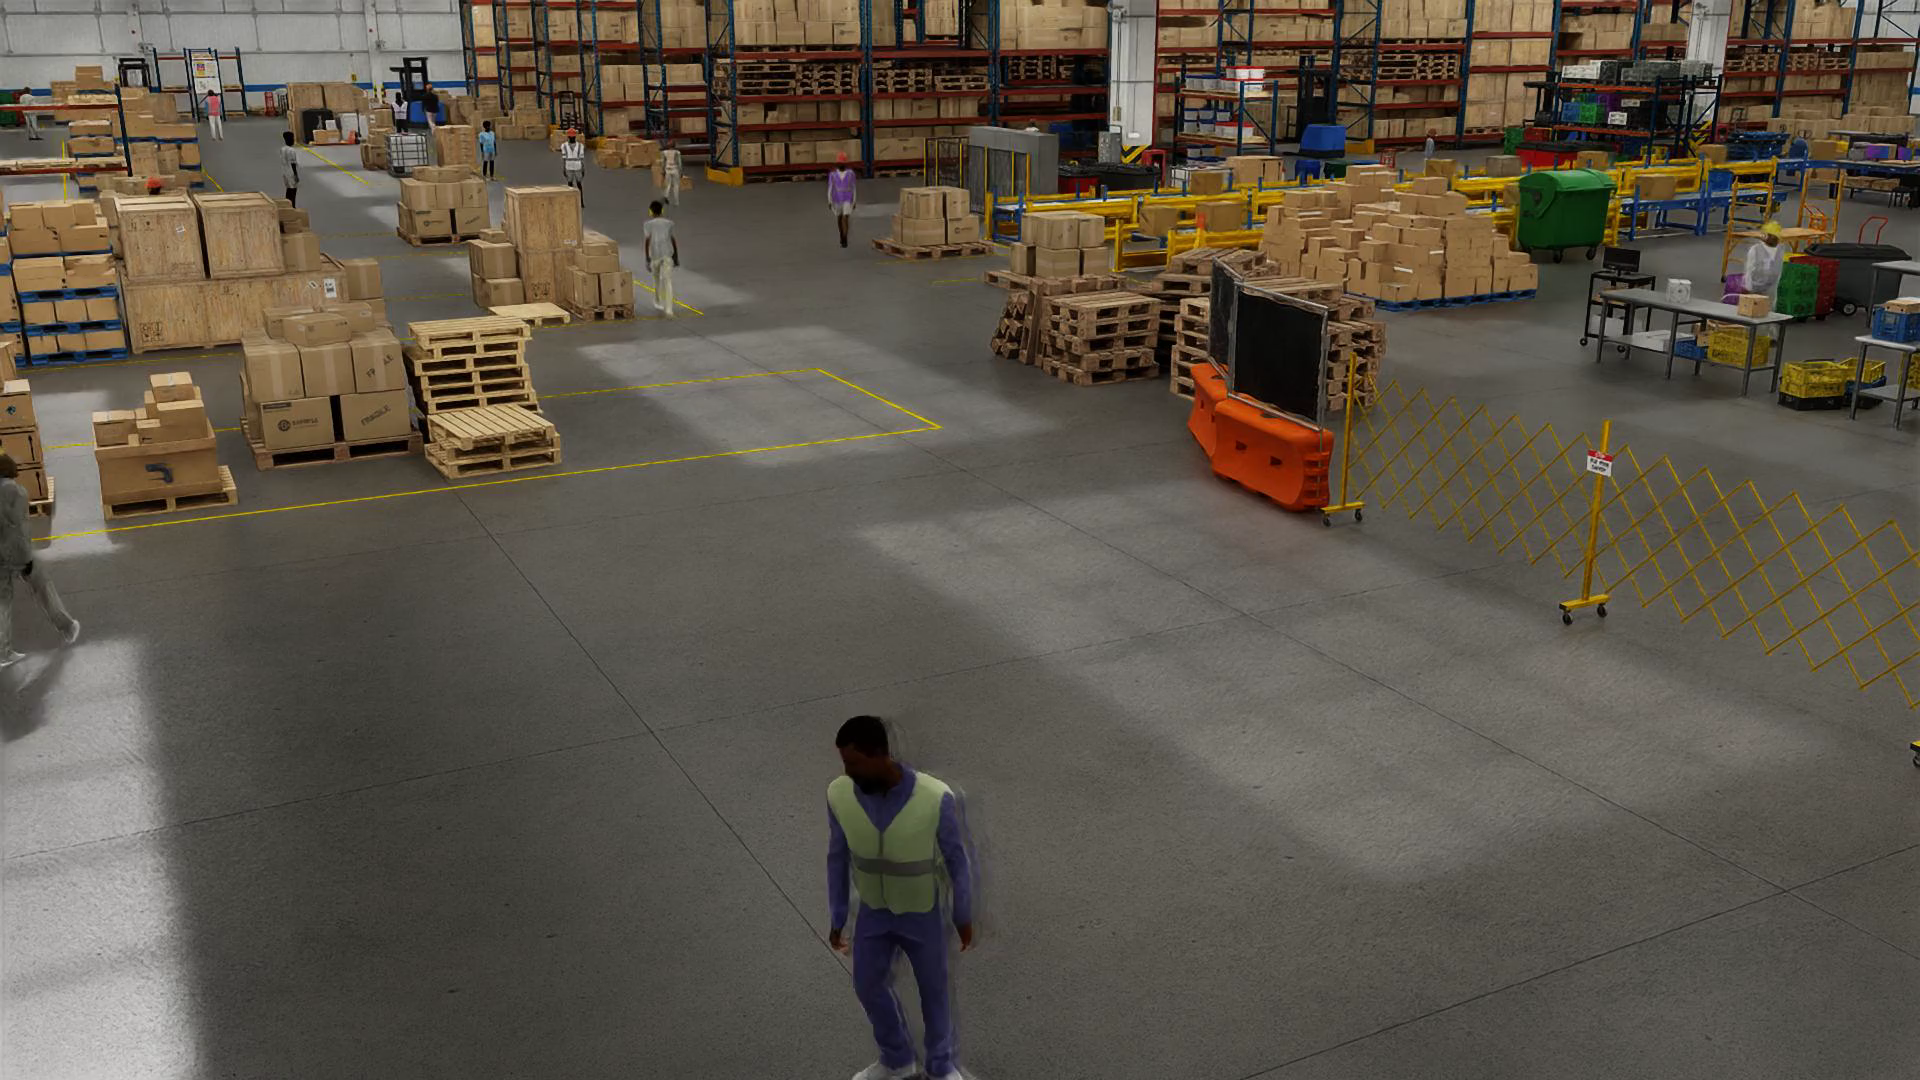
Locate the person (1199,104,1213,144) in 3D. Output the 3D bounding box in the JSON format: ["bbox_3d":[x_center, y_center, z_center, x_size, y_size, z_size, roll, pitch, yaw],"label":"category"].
[{"bbox_3d":[8.417,-14.109,56.909,0.504,1.587,0.867,-7,19,-20],"label":"person"}]

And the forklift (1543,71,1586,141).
[{"bbox_3d":[18.685,-13.231,52.085,1.873,2.768,1.129,-9,20,-26],"label":"forklift"}]

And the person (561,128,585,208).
[{"bbox_3d":[-9.480,-9.123,40.821,0.540,1.930,0.384,-4,18,-11],"label":"person"}]

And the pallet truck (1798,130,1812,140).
[{"bbox_3d":[25.526,-11.556,49.408,1.630,1.274,0.653,-9,20,-26],"label":"pallet truck"}]

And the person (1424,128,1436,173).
[{"bbox_3d":[12.689,-10.297,44.962,0.281,1.624,0.493,2,18,6],"label":"person"}]

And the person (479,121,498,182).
[{"bbox_3d":[-13.327,-10.981,46.989,0.321,1.690,0.533,13,22,35],"label":"person"}]

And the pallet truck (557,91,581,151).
[{"bbox_3d":[-13.495,-14.412,57.188,0.823,1.965,1.885,-3,18,-9],"label":"pallet truck"}]

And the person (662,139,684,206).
[{"bbox_3d":[-7.123,-9.120,41.291,0.519,1.628,0.382,5,19,16],"label":"person"}]

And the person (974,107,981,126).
[{"bbox_3d":[0.557,-13.517,54.947,0.850,1.656,0.536,-8,20,-25],"label":"person"}]

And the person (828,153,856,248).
[{"bbox_3d":[-2.431,-7.052,34.408,0.561,1.909,0.932,0,18,0],"label":"person"}]

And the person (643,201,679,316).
[{"bbox_3d":[-4.783,-4.524,26.694,0.548,1.811,1.033,-6,19,-17],"label":"person"}]

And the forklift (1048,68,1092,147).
[{"bbox_3d":[3.938,-14.074,54.712,1.873,2.768,1.129,-9,20,-26],"label":"forklift"}]

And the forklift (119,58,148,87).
[{"bbox_3d":[-32.471,-17.572,65.617,1.129,2.768,1.873,-9,20,-26],"label":"forklift"}]

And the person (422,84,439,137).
[{"bbox_3d":[-20.037,-16.272,63.033,0.608,1.970,0.899,-14,23,-38],"label":"person"}]

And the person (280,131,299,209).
[{"bbox_3d":[-15.838,-8.673,39.371,0.378,1.958,0.606,-15,23,-39],"label":"person"}]

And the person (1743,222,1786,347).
[{"bbox_3d":[11.713,-3.735,24.245,0.609,1.785,0.953,-2,18,-6],"label":"person"}]

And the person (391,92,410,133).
[{"bbox_3d":[-19.577,-14.708,58.257,0.593,1.912,0.387,-7,19,-20],"label":"person"}]

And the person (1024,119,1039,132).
[{"bbox_3d":[2.101,-11.485,48.645,0.515,1.636,0.314,11,21,30],"label":"person"}]

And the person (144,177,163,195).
[{"bbox_3d":[-14.033,-5.465,29.438,0.808,1.918,0.548,-1,18,-4],"label":"person"}]

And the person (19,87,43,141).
[{"bbox_3d":[-34.357,-15.746,61.445,0.629,1.936,0.371,4,18,13],"label":"person"}]

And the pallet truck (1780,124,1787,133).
[{"bbox_3d":[25.206,-12.542,52.601,1.601,1.201,0.680,0,18,-2],"label":"pallet truck"}]

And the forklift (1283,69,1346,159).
[{"bbox_3d":[11.615,-13.871,54.079,1.129,2.768,1.873,-9,20,-27],"label":"forklift"}]

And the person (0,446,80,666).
[{"bbox_3d":[-7.119,0.064,12.540,0.508,1.695,0.746,1,18,3],"label":"person"}]

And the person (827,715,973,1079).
[{"bbox_3d":[-0.230,1.636,7.369,0.714,1.880,0.394,5,19,16],"label":"person"}]

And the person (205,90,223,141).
[{"bbox_3d":[-27.606,-15.715,61.519,0.429,1.837,0.629,14,22,37],"label":"person"}]

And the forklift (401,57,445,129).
[{"bbox_3d":[-21.856,-18.048,67.101,1.873,2.768,1.129,13,22,36],"label":"forklift"}]
